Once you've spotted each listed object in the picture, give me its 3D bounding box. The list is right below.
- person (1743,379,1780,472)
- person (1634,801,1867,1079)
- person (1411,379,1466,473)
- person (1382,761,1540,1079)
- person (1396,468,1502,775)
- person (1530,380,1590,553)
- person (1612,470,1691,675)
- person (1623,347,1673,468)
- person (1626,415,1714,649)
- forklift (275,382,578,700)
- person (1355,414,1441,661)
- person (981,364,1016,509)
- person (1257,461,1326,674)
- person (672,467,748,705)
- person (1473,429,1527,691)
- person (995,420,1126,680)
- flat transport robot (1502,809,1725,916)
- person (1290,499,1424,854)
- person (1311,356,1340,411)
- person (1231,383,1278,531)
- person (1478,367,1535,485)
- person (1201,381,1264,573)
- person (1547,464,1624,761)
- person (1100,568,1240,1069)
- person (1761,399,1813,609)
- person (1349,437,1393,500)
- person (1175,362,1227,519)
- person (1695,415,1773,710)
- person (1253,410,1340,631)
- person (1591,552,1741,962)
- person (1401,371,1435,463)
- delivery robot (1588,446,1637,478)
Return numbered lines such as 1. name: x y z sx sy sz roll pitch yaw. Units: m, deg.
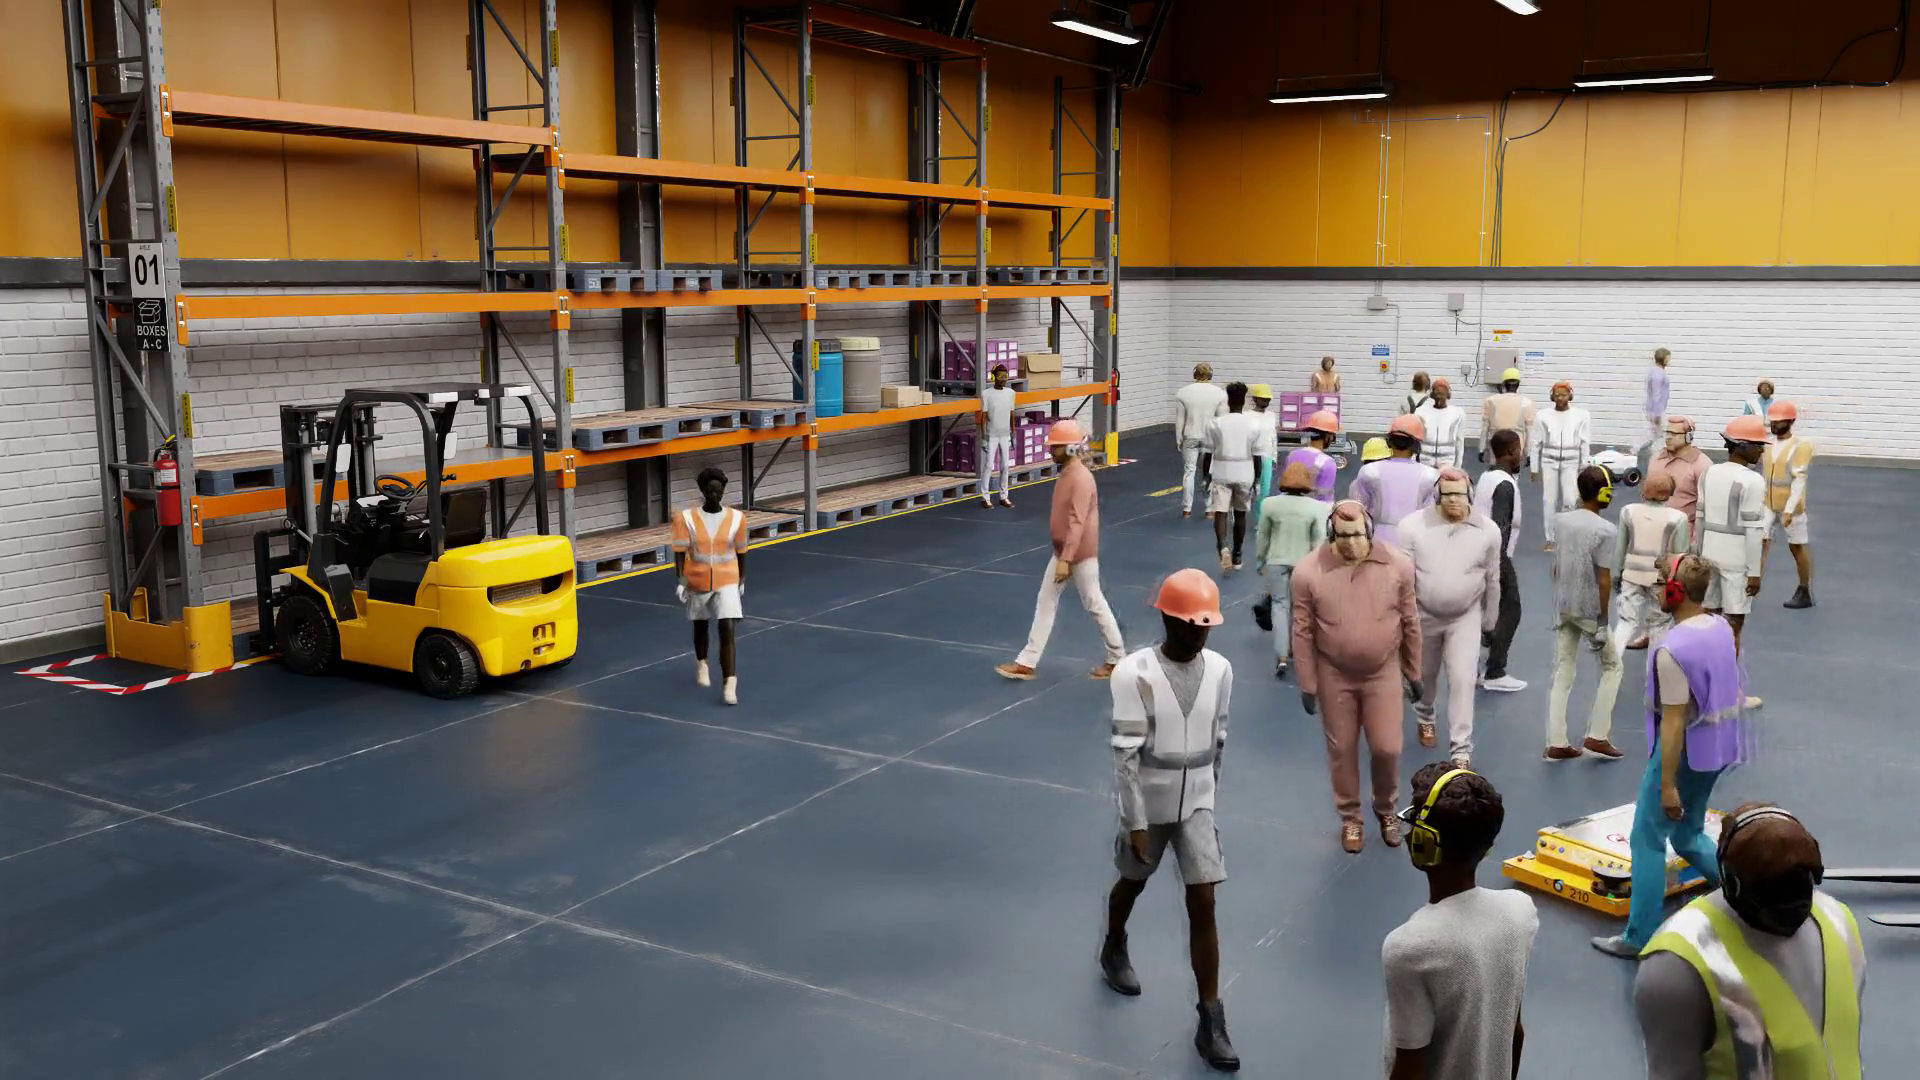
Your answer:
1. person: 10.668 -1.335 22.098 0.552 1.621 0.349 4 10 25
2. person: 1.860 1.475 4.031 0.641 1.807 0.701 -4 10 -24
3. person: 5.362 -0.894 18.682 0.577 1.851 0.953 4 10 23
4. person: 1.146 1.444 3.996 0.508 1.872 0.329 -7 11 -37
5. person: 2.986 0.461 10.226 0.635 1.851 1.001 3 9 16
6. person: 6.438 -0.780 17.882 0.600 1.865 0.435 3 10 20
7. person: 4.886 0.307 11.872 0.540 1.618 0.707 8 12 41
8. person: 10.330 -1.913 24.792 0.640 1.922 0.633 4 10 25
9. person: 5.594 -0.033 13.096 0.411 1.911 0.643 -4 10 -26
10. forklift: -3.974 -0.067 12.417 2.313 2.155 1.214 5 11 30
11. person: 3.191 0.072 12.180 0.601 1.981 1.026 2 9 11
12. person: 0.491 -1.323 21.313 0.509 1.860 0.318 -5 10 -27
13. person: 2.513 0.197 12.644 0.499 1.596 0.825 1 9 7
14. person: -1.770 0.299 11.831 0.535 1.651 0.885 -2 9 -9
15. person: 3.882 0.143 12.079 0.534 1.883 0.636 0 9 0
16. person: 0.809 0.094 12.218 1.018 1.947 0.622 -3 10 -17
17. flat transport robot: 3.448 1.547 8.325 1.431 0.197 0.652 -6 11 -33
18. person: 2.044 0.710 8.593 0.698 1.868 0.461 2 9 11
19. person: 6.254 -2.362 28.547 0.519 1.621 0.472 -1 9 -5
20. person: 3.450 -0.952 19.329 0.527 1.757 0.433 -7 11 -35
21. person: 6.468 -1.088 19.694 0.627 1.894 0.548 4 10 23
22. person: 2.740 -0.626 16.715 0.610 1.940 0.830 1 9 8
23. person: 3.873 0.454 10.268 0.596 1.850 0.515 -6 11 -32
24. person: 0.823 1.023 6.625 0.541 1.889 1.022 -2 9 -15
25. person: 7.268 -0.301 14.826 0.997 1.885 0.565 -4 10 -21
26. person: 3.254 0.072 12.908 0.552 1.750 0.424 7 12 38
27. person: 2.955 -1.219 20.430 0.627 1.936 0.362 2 9 9
28. person: 5.362 0.149 11.549 0.394 2.040 0.609 -2 9 -12
29. person: 2.804 -0.119 13.655 0.655 1.901 0.563 -5 10 -27
30. person: 3.169 0.968 7.115 0.585 1.818 0.678 -8 12 -40
31. person: 5.587 -1.130 20.171 0.532 1.829 0.403 7 12 39
32. delivery robot: 9.229 -1.093 23.628 0.707 0.478 0.477 -1 9 -9
